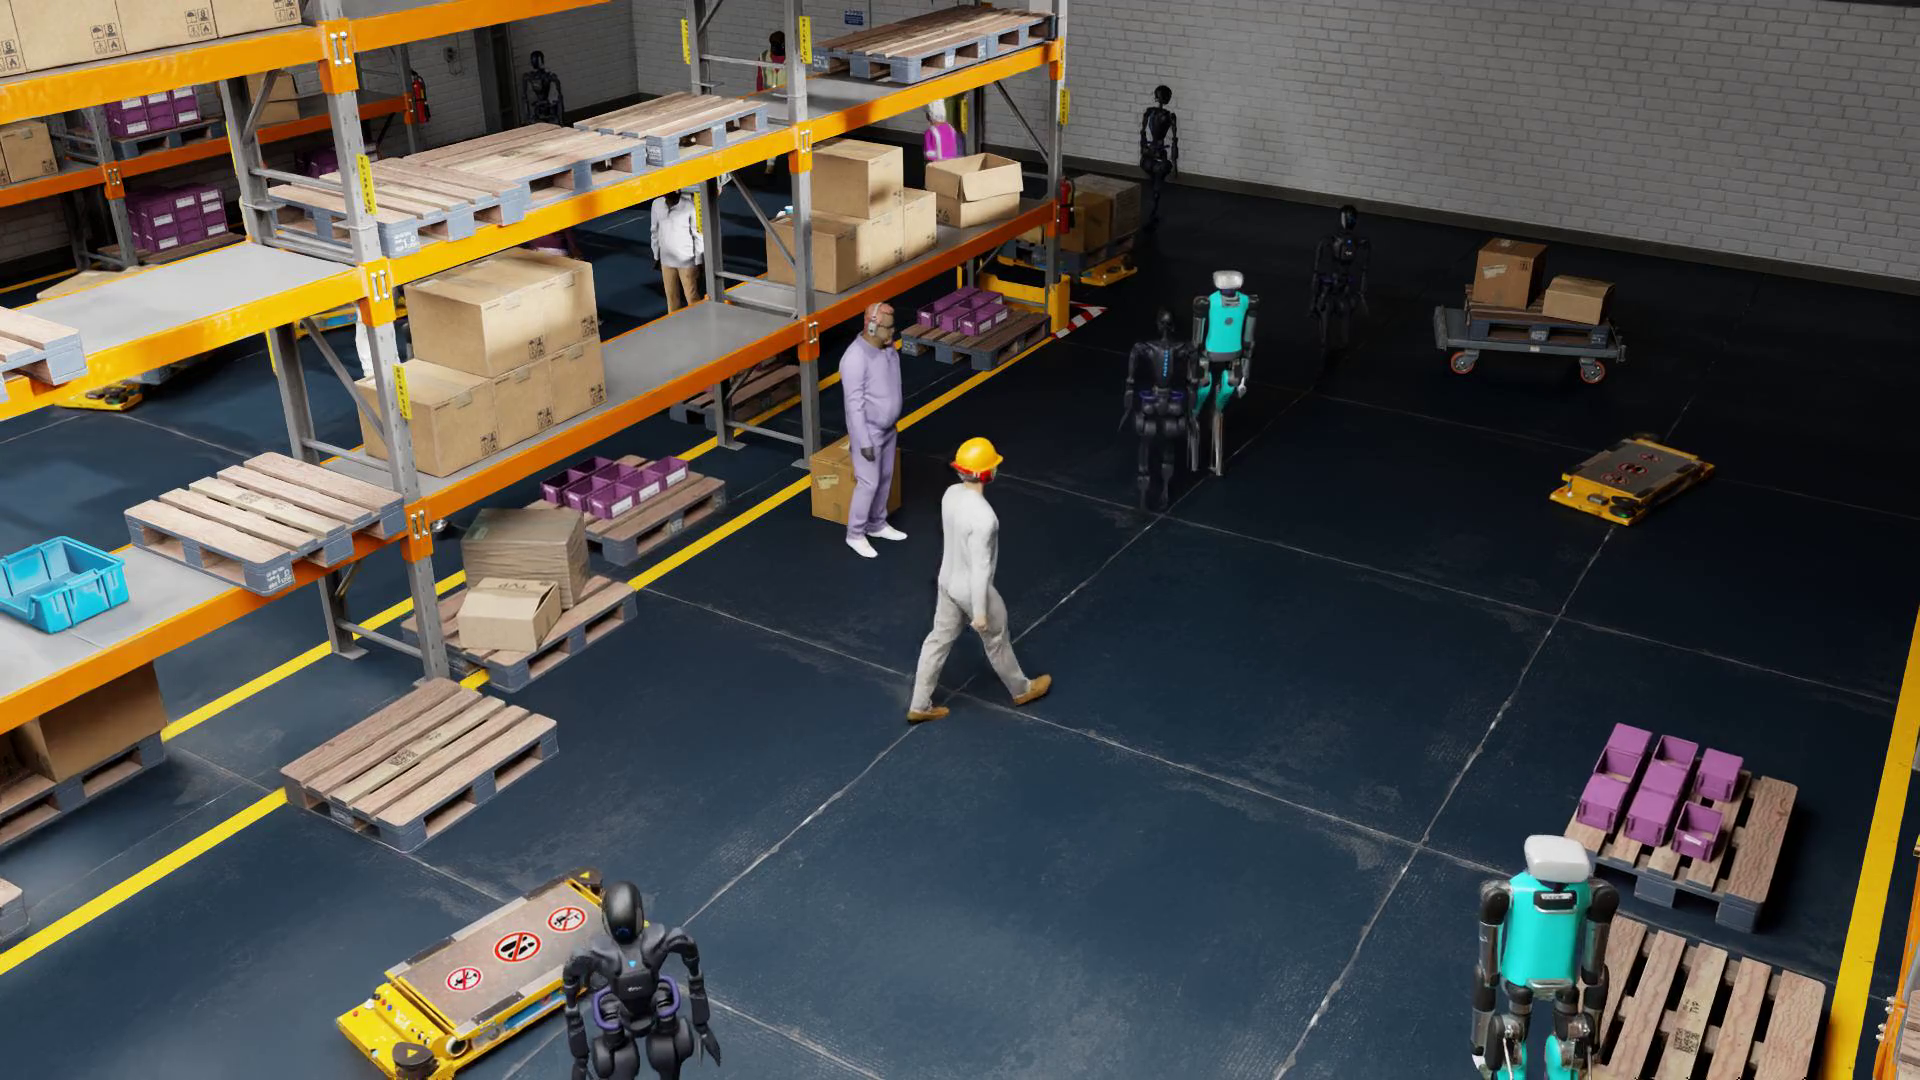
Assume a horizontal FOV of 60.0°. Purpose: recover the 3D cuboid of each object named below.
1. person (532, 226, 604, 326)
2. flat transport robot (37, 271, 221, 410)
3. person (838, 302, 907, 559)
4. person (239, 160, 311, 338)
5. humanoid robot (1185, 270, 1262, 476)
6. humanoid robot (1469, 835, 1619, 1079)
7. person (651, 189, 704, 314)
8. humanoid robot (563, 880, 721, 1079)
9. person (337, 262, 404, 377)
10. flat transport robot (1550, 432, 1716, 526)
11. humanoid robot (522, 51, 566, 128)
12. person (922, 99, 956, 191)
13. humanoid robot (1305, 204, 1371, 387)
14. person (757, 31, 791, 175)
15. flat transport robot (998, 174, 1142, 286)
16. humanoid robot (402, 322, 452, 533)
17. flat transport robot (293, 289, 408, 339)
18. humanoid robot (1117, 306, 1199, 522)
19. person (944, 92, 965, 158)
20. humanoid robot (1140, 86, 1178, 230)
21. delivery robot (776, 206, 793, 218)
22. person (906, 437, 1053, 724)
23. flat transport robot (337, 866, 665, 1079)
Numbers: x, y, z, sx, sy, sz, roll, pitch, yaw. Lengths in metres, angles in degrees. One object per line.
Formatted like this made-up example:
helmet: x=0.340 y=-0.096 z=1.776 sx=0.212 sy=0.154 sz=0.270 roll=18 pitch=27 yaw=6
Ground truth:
person: x=-3.976 y=-2.869 z=16.041 sx=0.960 sy=1.906 sz=0.500 roll=-22 pitch=34 yaw=-36
flat transport robot: x=-7.553 y=-1.538 z=15.228 sx=0.659 sy=0.231 sz=1.431 roll=4 pitch=27 yaw=8
person: x=-0.597 y=-0.804 z=11.990 sx=0.409 sy=1.894 sz=0.662 roll=14 pitch=30 yaw=25
person: x=-6.653 y=-2.801 z=16.075 sx=0.571 sy=1.750 sz=0.329 roll=21 pitch=34 yaw=35
humanoid robot: x=2.010 y=-1.324 z=13.208 sx=0.538 sy=1.809 sz=0.670 roll=-3 pitch=27 yaw=-7
humanoid robot: x=2.288 y=2.100 z=6.494 sx=0.534 sy=1.806 sz=0.818 roll=0 pitch=27 yaw=-1
person: x=-2.701 y=-2.686 z=15.849 sx=0.571 sy=1.748 sz=0.340 roll=12 pitch=29 yaw=22
humanoid robot: x=-1.274 y=2.010 z=6.695 sx=0.609 sy=1.641 sz=0.377 roll=-9 pitch=28 yaw=-17
person: x=-5.277 y=-2.325 z=14.938 sx=0.352 sy=1.936 sz=0.632 roll=16 pitch=31 yaw=29
flat transport robot: x=5.342 y=-0.491 z=13.164 sx=1.431 sy=0.231 sz=0.659 roll=-23 pitch=35 yaw=-37
humanoid robot: x=-5.319 y=-5.418 z=21.320 sx=0.588 sy=1.649 sz=0.472 roll=4 pitch=27 yaw=9
person: x=-0.189 y=-3.963 z=18.319 sx=0.837 sy=1.803 sz=0.568 roll=23 pitch=35 yaw=37
humanoid robot: x=3.397 y=-2.234 z=15.050 sx=0.601 sy=1.640 sz=0.465 roll=-4 pitch=27 yaw=-9
person: x=-2.339 y=-5.691 z=21.681 sx=0.618 sy=1.838 sz=0.430 roll=2 pitch=27 yaw=4
flat transport robot: x=1.178 y=-3.067 z=18.242 sx=1.431 sy=0.231 sz=0.659 roll=20 pitch=33 yaw=34
humanoid robot: x=-3.877 y=-0.819 z=12.224 sx=0.548 sy=1.783 sz=0.835 roll=4 pitch=27 yaw=8
flat transport robot: x=-6.258 y=-2.307 z=16.744 sx=1.431 sy=0.231 sz=0.659 roll=-20 pitch=33 yaw=-34
humanoid robot: x=1.489 y=-0.950 z=12.514 sx=0.592 sy=1.649 sz=0.356 roll=-1 pitch=27 yaw=-1
person: x=-0.147 y=-5.200 z=20.943 sx=0.539 sy=1.614 sz=0.536 roll=10 pitch=28 yaw=18
humanoid robot: x=2.351 y=-4.499 z=19.521 sx=0.613 sy=1.637 sz=0.606 roll=-21 pitch=34 yaw=-35
delivery robot: x=-1.900 y=-3.447 z=18.678 sx=0.499 sy=0.598 sz=0.802 roll=-1 pitch=27 yaw=-2
person: x=0.091 y=0.250 z=9.969 sx=0.985 sy=1.854 sz=0.590 roll=-15 pitch=30 yaw=-27
flat transport robot: x=-2.196 y=2.102 z=8.057 sx=0.659 sy=0.231 sz=1.431 roll=23 pitch=35 yaw=37
